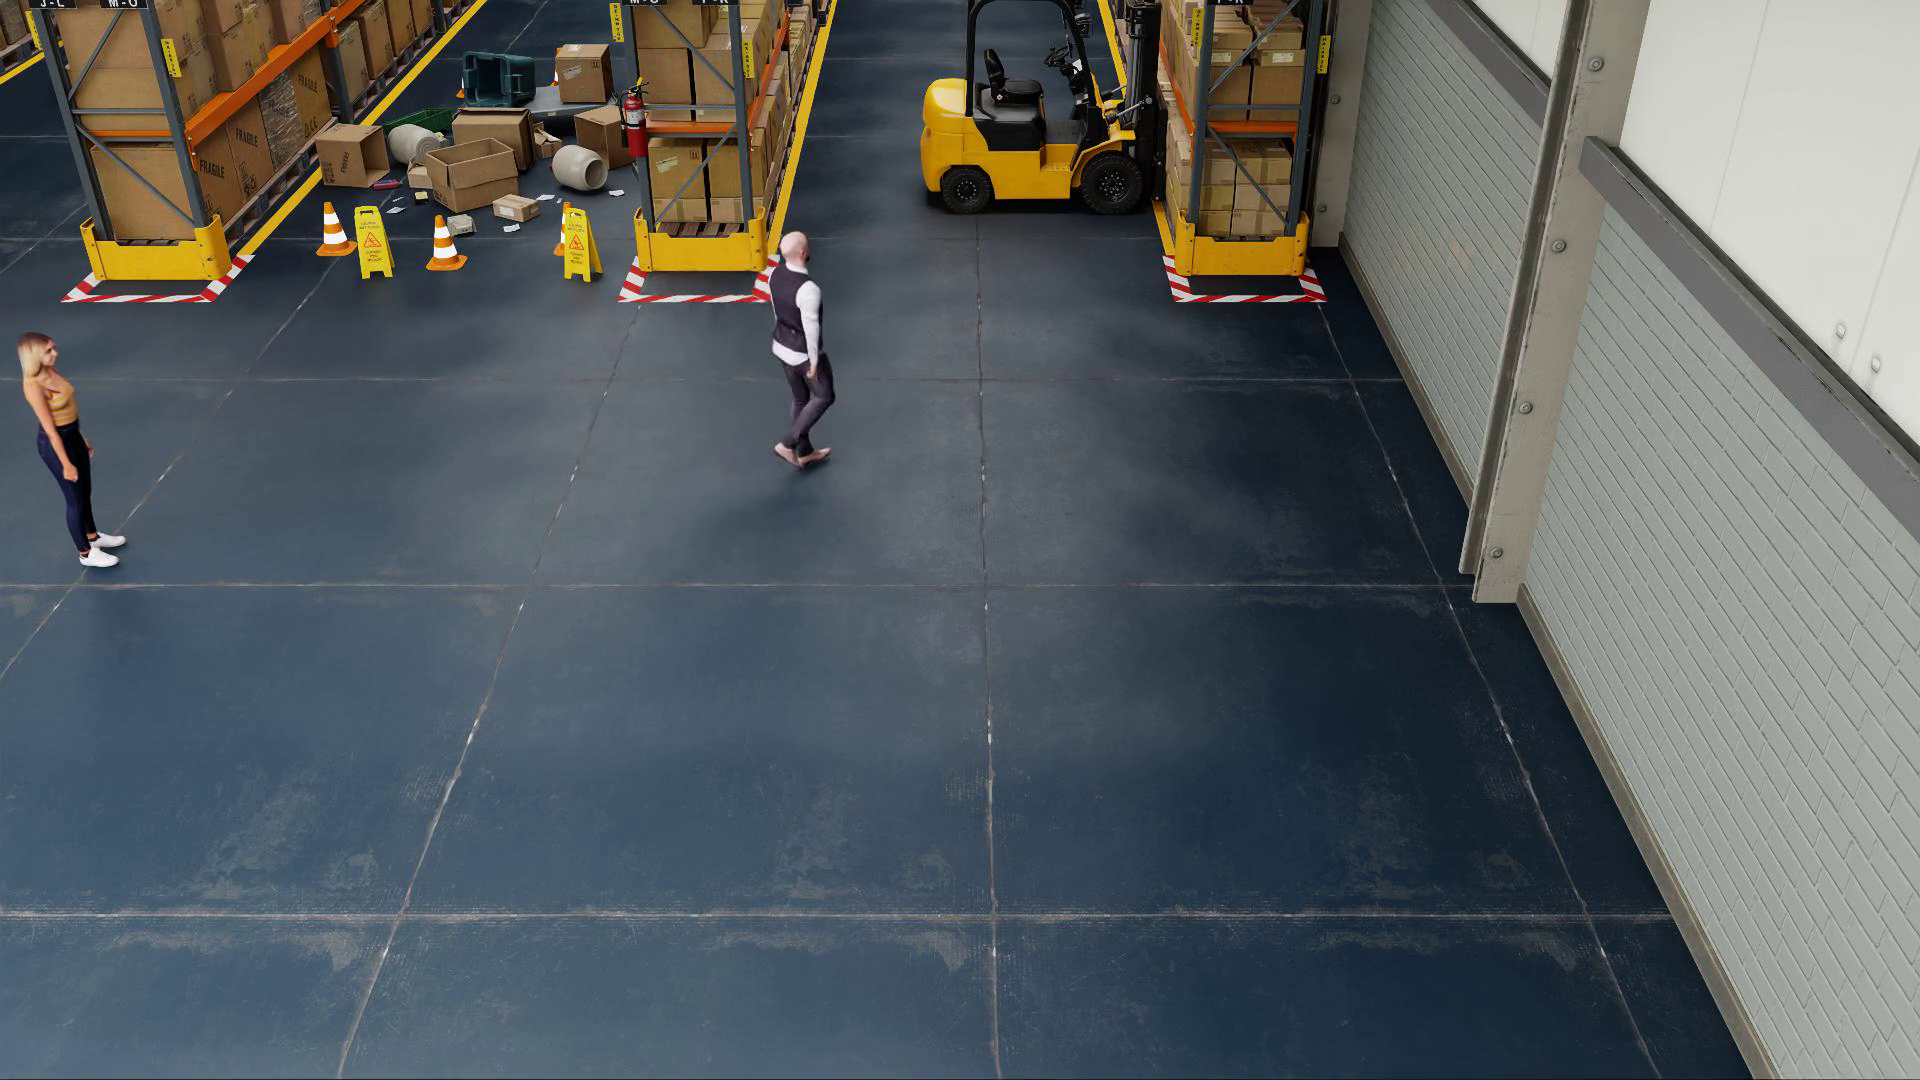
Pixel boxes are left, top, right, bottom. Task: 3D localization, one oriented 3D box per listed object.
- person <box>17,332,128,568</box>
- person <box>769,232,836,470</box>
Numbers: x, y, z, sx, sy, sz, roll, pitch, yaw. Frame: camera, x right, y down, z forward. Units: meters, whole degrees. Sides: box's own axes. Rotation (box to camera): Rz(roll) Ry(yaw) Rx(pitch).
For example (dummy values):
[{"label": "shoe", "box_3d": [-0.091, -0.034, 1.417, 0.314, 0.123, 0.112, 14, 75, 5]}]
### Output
[{"label": "person", "box_3d": [-5.830, -0.596, 10.824, 0.663, 1.629, 0.512, -6, 33, -9]}, {"label": "person", "box_3d": [-1.183, -1.289, 11.751, 0.984, 1.810, 0.924, -27, 41, -36]}]
